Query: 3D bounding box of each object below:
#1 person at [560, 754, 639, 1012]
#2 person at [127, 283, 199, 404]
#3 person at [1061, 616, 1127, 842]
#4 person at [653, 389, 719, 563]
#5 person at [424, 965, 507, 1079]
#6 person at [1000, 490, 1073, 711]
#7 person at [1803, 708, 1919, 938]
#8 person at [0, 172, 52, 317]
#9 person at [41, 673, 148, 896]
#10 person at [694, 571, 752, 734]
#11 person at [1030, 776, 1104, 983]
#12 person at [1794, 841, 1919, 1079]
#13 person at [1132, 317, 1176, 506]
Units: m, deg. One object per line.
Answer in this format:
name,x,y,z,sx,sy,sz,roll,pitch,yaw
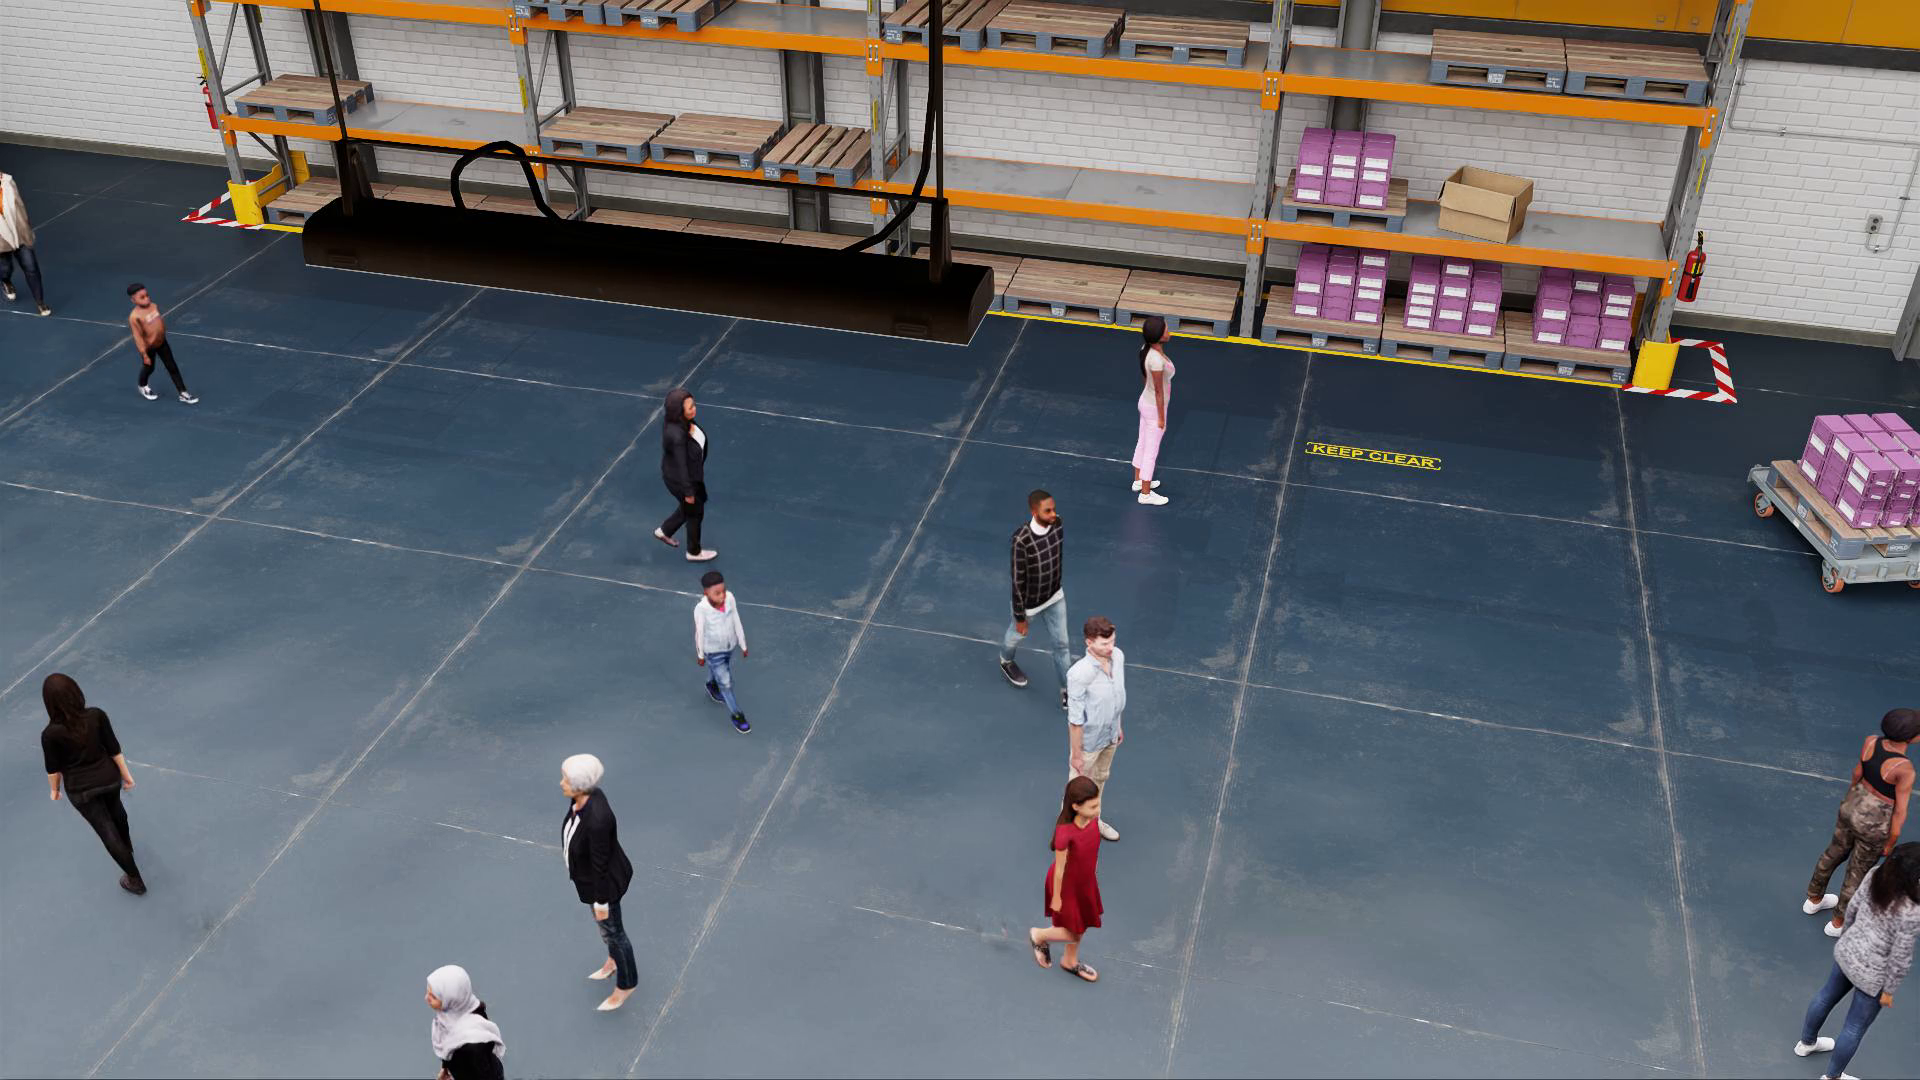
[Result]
person,-2.086,1.968,9.535,0.787,1.780,0.838,-13,36,-19
person,-7.798,-1.886,15.961,0.920,1.236,0.597,13,36,18
person,0.864,1.245,10.700,0.717,1.847,0.732,28,43,35
person,-2.317,-0.505,13.552,0.879,1.604,0.804,-5,34,-7
person,-2.348,2.784,8.494,1.216,1.726,1.120,-15,37,-22
person,0.489,0.382,12.065,1.158,1.773,1.293,-23,40,-30
person,5.528,1.704,10.142,0.672,1.700,0.658,-7,34,-10
person,-10.057,-3.276,17.480,1.009,1.871,1.125,-26,41,-33
person,-5.378,1.571,10.415,0.943,1.619,0.767,23,40,30
person,-1.764,0.734,12.022,0.807,1.234,0.943,-24,41,-32
person,0.611,1.987,9.857,0.817,1.544,0.695,24,41,32
person,5.008,2.323,9.182,0.651,1.731,0.676,-3,34,-5
person,1.661,-1.133,14.373,0.640,1.741,0.640,-5,34,-7
